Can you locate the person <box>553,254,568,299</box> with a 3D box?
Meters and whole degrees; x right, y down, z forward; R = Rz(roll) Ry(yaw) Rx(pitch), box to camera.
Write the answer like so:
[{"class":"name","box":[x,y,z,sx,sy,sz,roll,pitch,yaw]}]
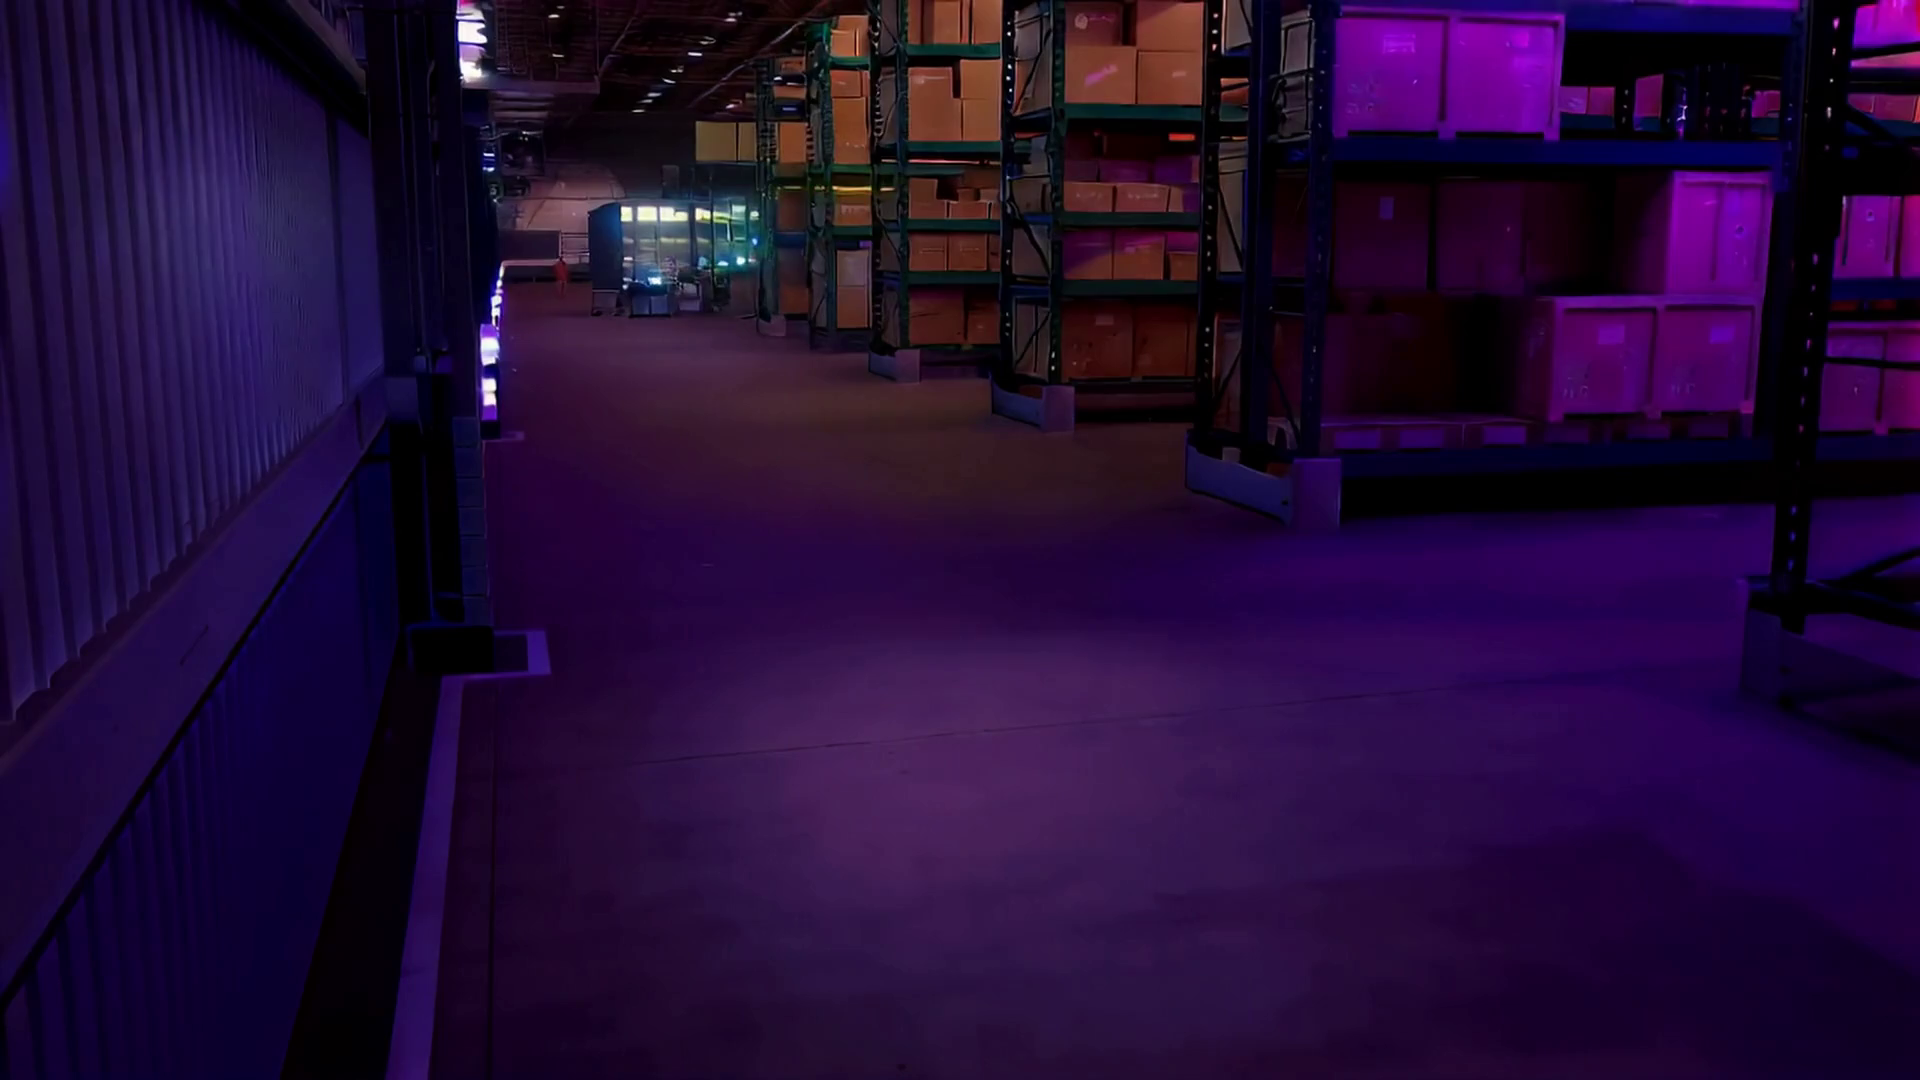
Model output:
[{"class":"person","box":[-15.432,-10.185,64.260,0.596,1.735,0.372,-2,10,-9]}]
